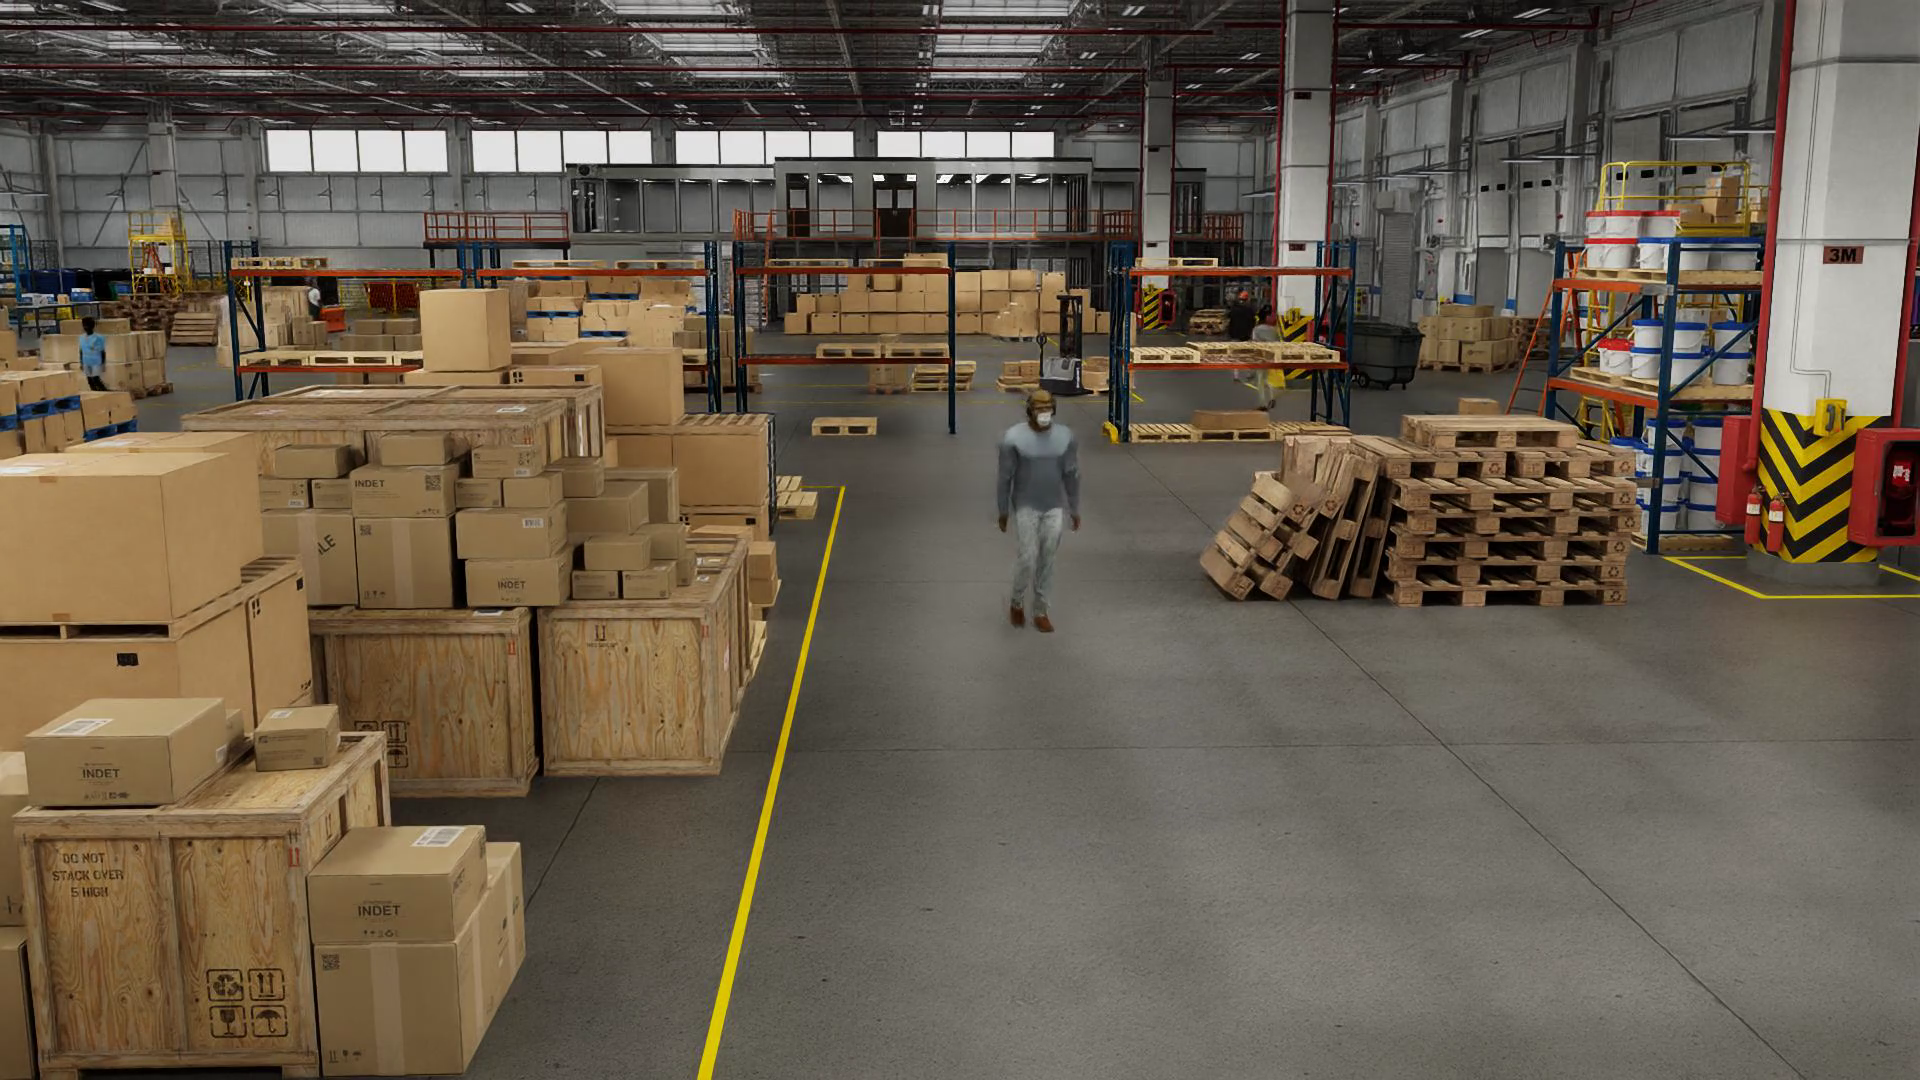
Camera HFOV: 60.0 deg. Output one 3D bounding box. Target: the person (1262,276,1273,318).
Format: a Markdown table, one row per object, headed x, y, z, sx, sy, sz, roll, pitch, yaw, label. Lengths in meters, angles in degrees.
| x | y | z | sx | sy | sz | roll | pitch | yaw | label |
| --- | --- | --- | --- | --- | --- | --- | --- | --- | --- |
| 12.029 | -9.430 | 64.812 | 0.540 | 1.696 | 0.316 | 0 | 10 | -2 | person |

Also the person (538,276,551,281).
| x | y | z | sx | sy | sz | roll | pitch | yaw | label |
| --- | --- | --- | --- | --- | --- | --- | --- | --- | --- |
| -15.154 | -8.861 | 60.743 | 0.684 | 2.012 | 0.616 | 9 | 14 | 41 | person |

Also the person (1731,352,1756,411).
| x | y | z | sx | sy | sz | roll | pitch | yaw | label |
| --- | --- | --- | --- | --- | --- | --- | --- | --- | --- |
| 9.309 | -1.388 | 19.901 | 0.525 | 1.728 | 0.500 | 10 | 14 | 44 | person |

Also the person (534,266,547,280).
| x | y | z | sx | sy | sz | roll | pitch | yaw | label |
| --- | --- | --- | --- | --- | --- | --- | --- | --- | --- |
| -19.589 | -11.843 | 77.649 | 0.592 | 1.911 | 0.616 | -6 | 12 | -31 | person |

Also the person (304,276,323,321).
| x | y | z | sx | sy | sz | roll | pitch | yaw | label |
| --- | --- | --- | --- | --- | --- | --- | --- | --- | --- |
| -19.440 | -6.895 | 49.729 | 0.683 | 2.000 | 0.838 | 2 | 10 | 11 | person |

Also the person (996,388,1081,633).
| x | y | z | sx | sy | sz | roll | pitch | yaw | label |
| --- | --- | --- | --- | --- | --- | --- | --- | --- | --- |
| 0.614 | -0.221 | 12.890 | 0.647 | 1.923 | 0.426 | -4 | 11 | -20 | person |

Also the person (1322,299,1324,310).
| x | y | z | sx | sy | sz | roll | pitch | yaw | label |
| --- | --- | --- | --- | --- | --- | --- | --- | --- | --- |
| 9.552 | -5.895 | 44.812 | 0.864 | 1.814 | 0.632 | -8 | 13 | -39 | person |

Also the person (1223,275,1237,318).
| x | y | z | sx | sy | sz | roll | pitch | yaw | label |
| --- | --- | --- | --- | --- | --- | --- | --- | --- | --- |
| 10.041 | -8.938 | 61.487 | 0.811 | 1.917 | 0.564 | -7 | 12 | -34 | person |

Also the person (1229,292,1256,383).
| x | y | z | sx | sy | sz | roll | pitch | yaw | label |
| --- | --- | --- | --- | --- | --- | --- | --- | --- | --- |
| 6.125 | -4.372 | 35.905 | 0.636 | 1.947 | 0.974 | 5 | 11 | 27 | person |

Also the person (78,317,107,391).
| x | y | z | sx | sy | sz | roll | pitch | yaw | label |
| --- | --- | --- | --- | --- | --- | --- | --- | --- | --- |
| -15.745 | -3.205 | 30.182 | 0.539 | 1.684 | 0.363 | 4 | 11 | 19 | person |

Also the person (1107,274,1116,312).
| x | y | z | sx | sy | sz | roll | pitch | yaw | label |
| --- | --- | --- | --- | --- | --- | --- | --- | --- | --- |
| 5.945 | -9.689 | 66.074 | 0.522 | 1.764 | 0.318 | -7 | 12 | -32 | person |

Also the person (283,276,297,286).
| x | y | z | sx | sy | sz | roll | pitch | yaw | label |
| --- | --- | --- | --- | --- | --- | --- | --- | --- | --- |
| -28.498 | -10.594 | 70.775 | 0.583 | 1.882 | 0.350 | 0 | 10 | -2 | person |

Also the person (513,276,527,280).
| x | y | z | sx | sy | sz | roll | pitch | yaw | label |
| --- | --- | --- | --- | --- | --- | --- | --- | --- | --- |
| -18.272 | -10.322 | 69.175 | 0.552 | 1.914 | 0.763 | -3 | 11 | -16 | person |

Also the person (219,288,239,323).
| x | y | z | sx | sy | sz | roll | pitch | yaw | label |
| --- | --- | --- | --- | --- | --- | --- | --- | --- | --- |
| -18.743 | -5.581 | 42.848 | 0.647 | 1.885 | 1.018 | 4 | 11 | 20 | person |

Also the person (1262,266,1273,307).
| x | y | z | sx | sy | sz | roll | pitch | yaw | label |
| --- | --- | --- | --- | --- | --- | --- | --- | --- | --- |
| 14.361 | -11.784 | 77.363 | 0.639 | 1.891 | 0.984 | 1 | 10 | 5 | person |

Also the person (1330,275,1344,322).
| x | y | z | sx | sy | sz | roll | pitch | yaw | label |
| --- | --- | --- | --- | --- | --- | --- | --- | --- | --- |
| 12.041 | -7.504 | 53.286 | 0.496 | 1.978 | 0.649 | -3 | 11 | -15 | person |

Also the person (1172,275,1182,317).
| x | y | z | sx | sy | sz | roll | pitch | yaw | label |
| --- | --- | --- | --- | --- | --- | --- | --- | --- | --- |
| 8.671 | -9.845 | 66.796 | 0.700 | 1.821 | 0.630 | -10 | 14 | -43 | person |

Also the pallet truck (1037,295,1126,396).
| x | y | z | sx | sy | sz | roll | pitch | yaw | label |
| --- | --- | --- | --- | --- | --- | --- | --- | --- | --- |
| 2.483 | -3.881 | 33.060 | 1.885 | 1.965 | 0.823 | -7 | 13 | -36 | pallet truck |

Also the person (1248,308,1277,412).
| x | y | z | sx | sy | sz | roll | pitch | yaw | label |
| --- | --- | --- | --- | --- | --- | --- | --- | --- | --- |
| 5.421 | -3.210 | 29.735 | 0.547 | 1.847 | 0.402 | -6 | 12 | -28 | person |
